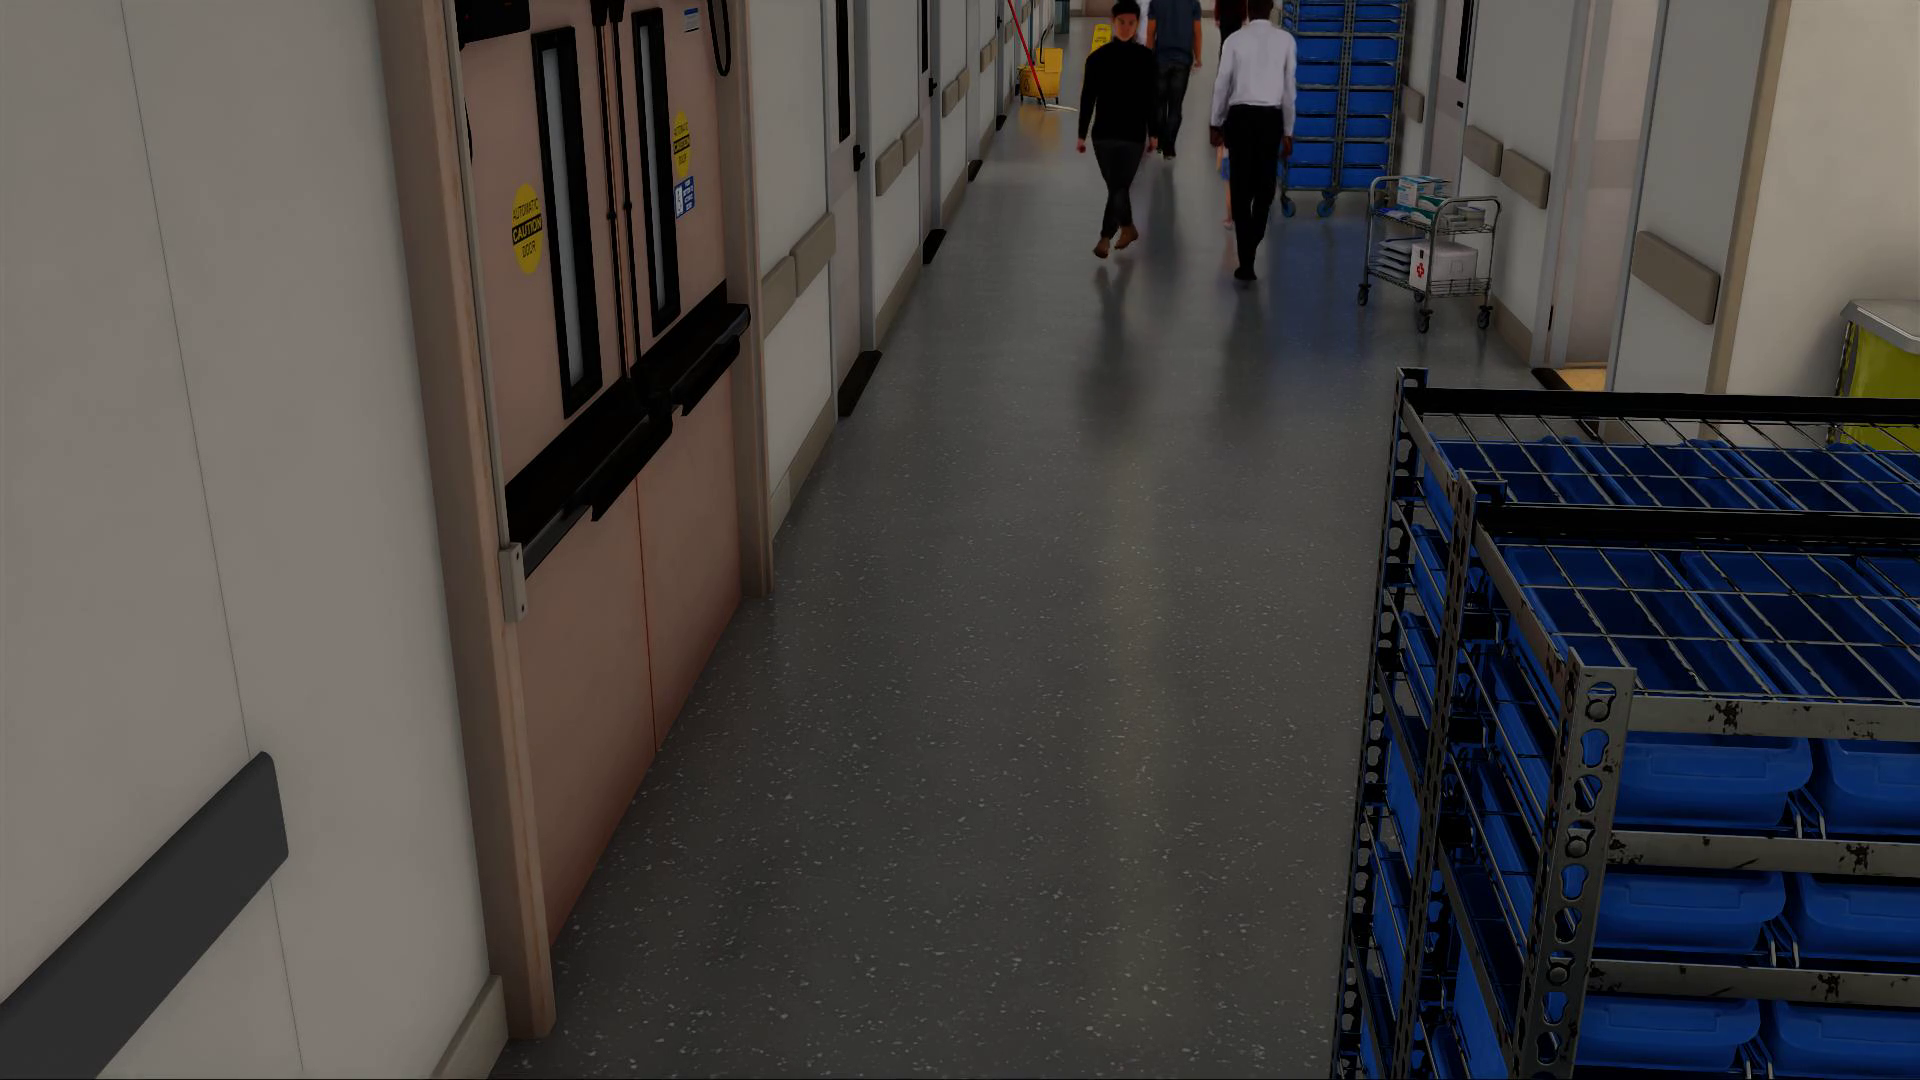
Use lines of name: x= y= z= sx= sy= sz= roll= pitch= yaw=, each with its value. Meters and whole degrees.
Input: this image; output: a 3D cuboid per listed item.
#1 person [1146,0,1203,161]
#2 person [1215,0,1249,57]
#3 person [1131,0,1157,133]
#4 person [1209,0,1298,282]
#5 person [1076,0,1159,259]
person: x=2.000 y=-4.491 z=15.669 sx=0.739 sy=1.790 sz=0.893 roll=6 pitch=21 yaw=14
person: x=3.710 y=-7.091 z=22.771 sx=0.719 sy=1.623 sz=1.061 roll=5 pitch=21 yaw=14
person: x=1.942 y=-5.188 z=17.594 sx=0.780 sy=1.730 sz=0.662 roll=15 pitch=26 yaw=35
person: x=1.854 y=-2.520 z=10.461 sx=0.702 sy=1.793 sz=1.183 roll=1 pitch=21 yaw=3
person: x=1.100 y=-2.769 z=11.272 sx=0.894 sy=1.684 sz=1.139 roll=9 pitch=22 yaw=22
